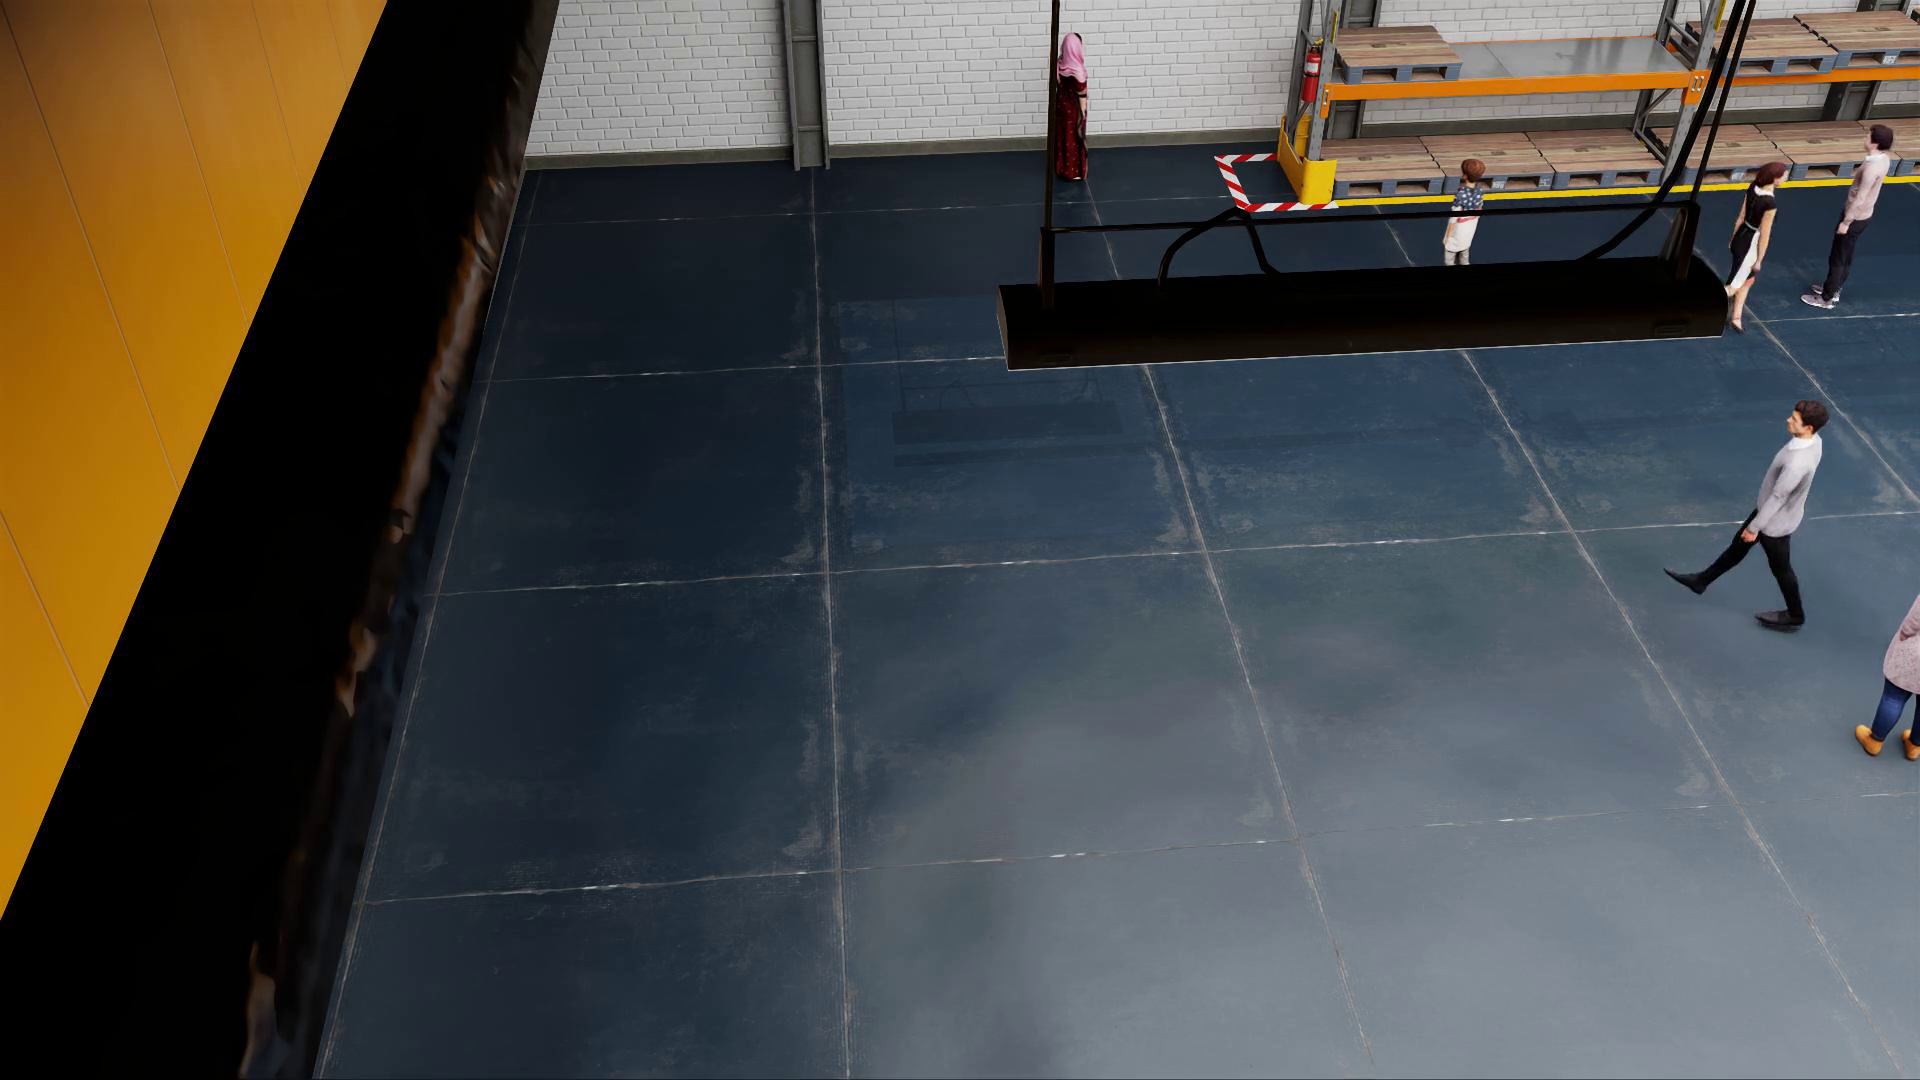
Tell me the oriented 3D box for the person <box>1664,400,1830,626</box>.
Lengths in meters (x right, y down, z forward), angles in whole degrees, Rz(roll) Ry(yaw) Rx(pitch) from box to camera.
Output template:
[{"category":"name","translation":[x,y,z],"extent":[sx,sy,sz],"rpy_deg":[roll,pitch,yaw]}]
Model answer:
[{"category":"person","translation":[5.993,-0.138,11.999],"extent":[1.401,1.866,1.203],"rpy_deg":[17,42,20]}]

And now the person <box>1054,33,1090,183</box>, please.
[{"category":"person","translation":[1.188,-4.641,17.820],"extent":[0.758,1.637,0.755],"rpy_deg":[-21,43,-24]}]

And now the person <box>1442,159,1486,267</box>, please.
[{"category":"person","translation":[4.784,-2.960,15.875],"extent":[0.539,1.438,0.638],"rpy_deg":[-21,43,-25]}]

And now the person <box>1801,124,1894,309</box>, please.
[{"category":"person","translation":[8.444,-3.052,15.695],"extent":[0.761,1.807,0.714],"rpy_deg":[27,46,29]}]

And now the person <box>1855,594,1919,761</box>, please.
[{"category":"person","translation":[6.434,0.750,10.988],"extent":[0.637,1.741,0.801],"rpy_deg":[5,39,6]}]
